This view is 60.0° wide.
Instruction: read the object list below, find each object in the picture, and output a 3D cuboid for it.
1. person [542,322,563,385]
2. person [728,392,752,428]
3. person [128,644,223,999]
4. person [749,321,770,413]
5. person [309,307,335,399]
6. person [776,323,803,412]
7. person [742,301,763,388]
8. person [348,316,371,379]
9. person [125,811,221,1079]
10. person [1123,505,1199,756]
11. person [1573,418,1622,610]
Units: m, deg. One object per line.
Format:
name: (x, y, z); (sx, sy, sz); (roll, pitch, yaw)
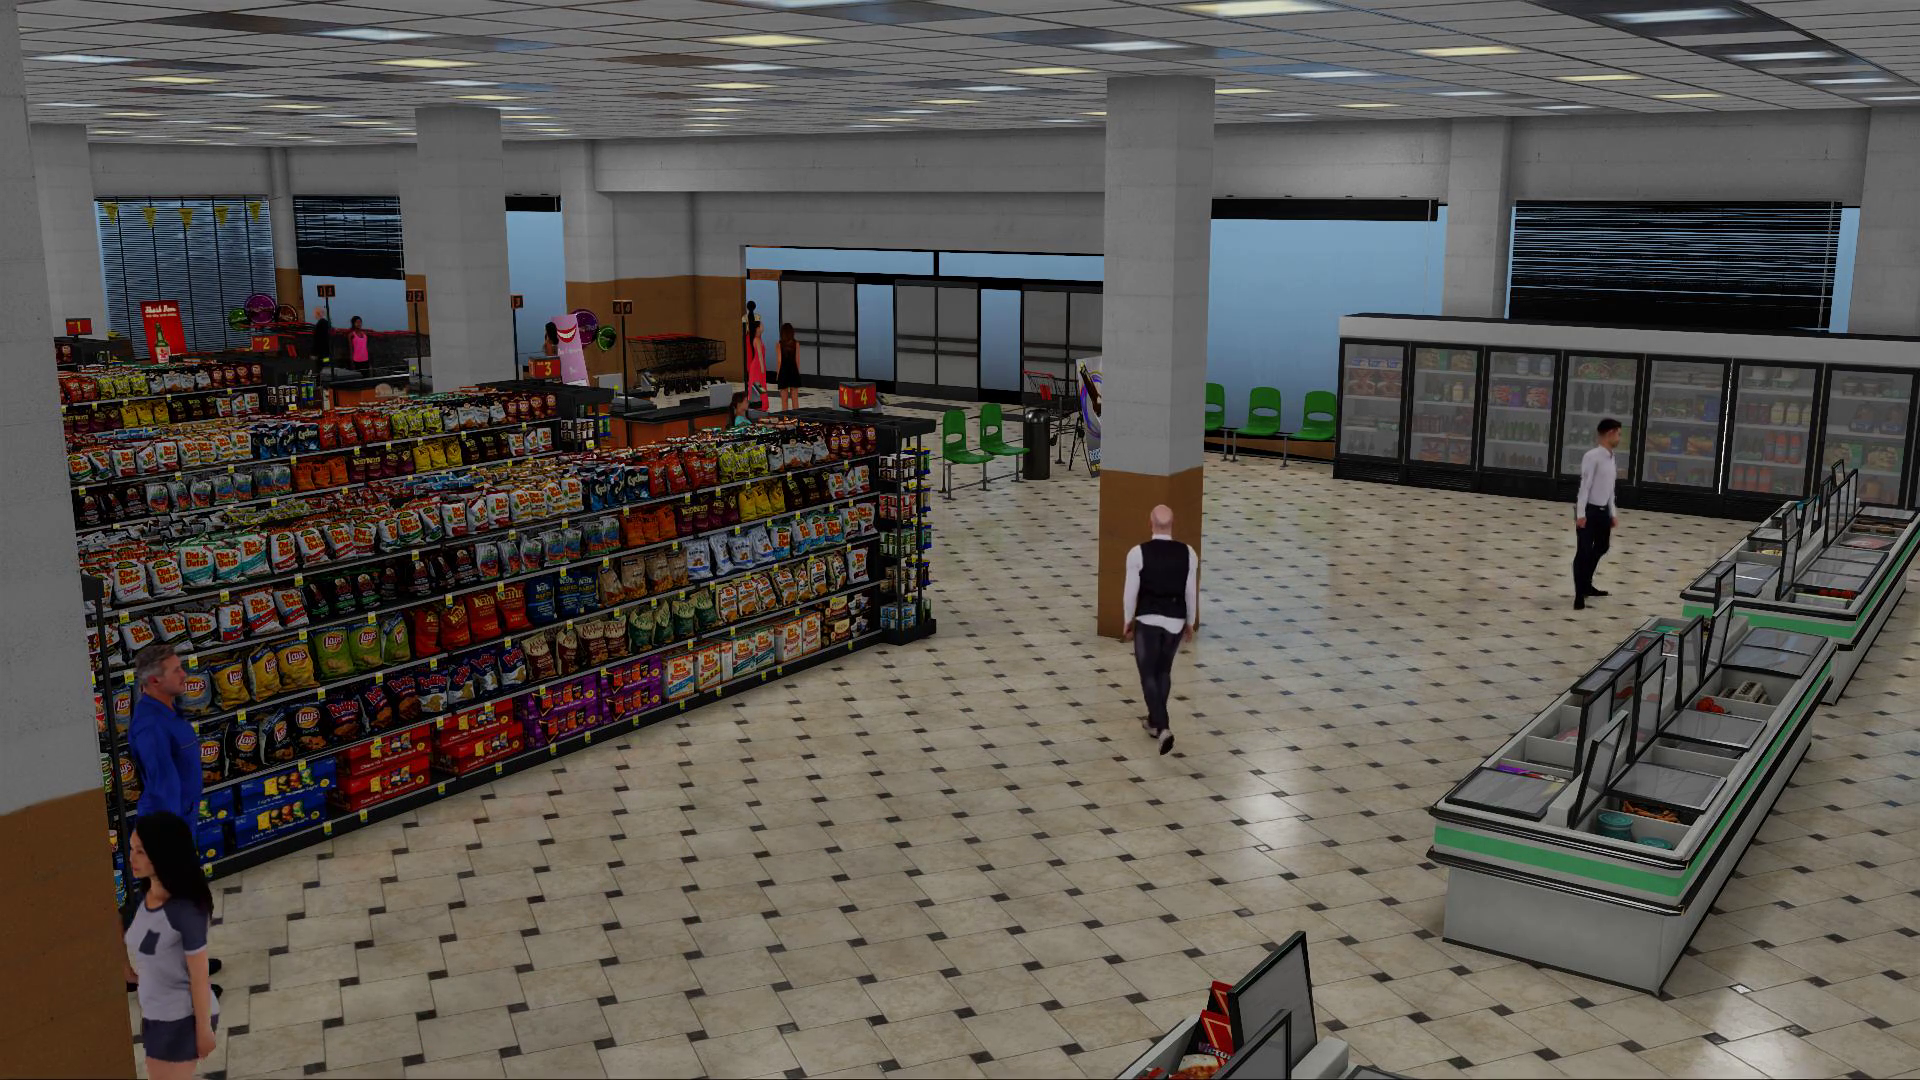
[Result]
person: (-7.540, -3.215, 30.813); (0.783, 1.645, 0.635); (2, 12, 8)
person: (-2.744, -1.091, 20.934); (0.695, 1.558, 0.648); (-4, 12, -17)
person: (-3.990, 1.414, 8.382); (0.772, 1.828, 0.791); (-5, 13, -22)
person: (-3.651, -3.102, 30.075); (0.746, 1.728, 0.713); (-4, 13, -19)
person: (-12.371, -3.657, 32.606); (1.105, 1.769, 1.059); (-2, 12, -8)
person: (-2.909, -2.763, 28.203); (0.629, 1.835, 0.725); (-5, 13, -21)
person: (-4.308, -4.075, 34.539); (0.647, 1.792, 0.748); (-5, 13, -21)
person: (-11.314, -3.362, 31.320); (0.630, 1.723, 0.518); (10, 16, 41)
person: (-3.029, 1.861, 6.594); (0.686, 1.690, 0.935); (11, 16, 41)
person: (1.448, 0.674, 11.996); (1.197, 1.788, 1.273); (-2, 12, -9)
person: (6.177, -0.269, 16.329); (0.667, 1.847, 0.957); (-5, 13, -22)
